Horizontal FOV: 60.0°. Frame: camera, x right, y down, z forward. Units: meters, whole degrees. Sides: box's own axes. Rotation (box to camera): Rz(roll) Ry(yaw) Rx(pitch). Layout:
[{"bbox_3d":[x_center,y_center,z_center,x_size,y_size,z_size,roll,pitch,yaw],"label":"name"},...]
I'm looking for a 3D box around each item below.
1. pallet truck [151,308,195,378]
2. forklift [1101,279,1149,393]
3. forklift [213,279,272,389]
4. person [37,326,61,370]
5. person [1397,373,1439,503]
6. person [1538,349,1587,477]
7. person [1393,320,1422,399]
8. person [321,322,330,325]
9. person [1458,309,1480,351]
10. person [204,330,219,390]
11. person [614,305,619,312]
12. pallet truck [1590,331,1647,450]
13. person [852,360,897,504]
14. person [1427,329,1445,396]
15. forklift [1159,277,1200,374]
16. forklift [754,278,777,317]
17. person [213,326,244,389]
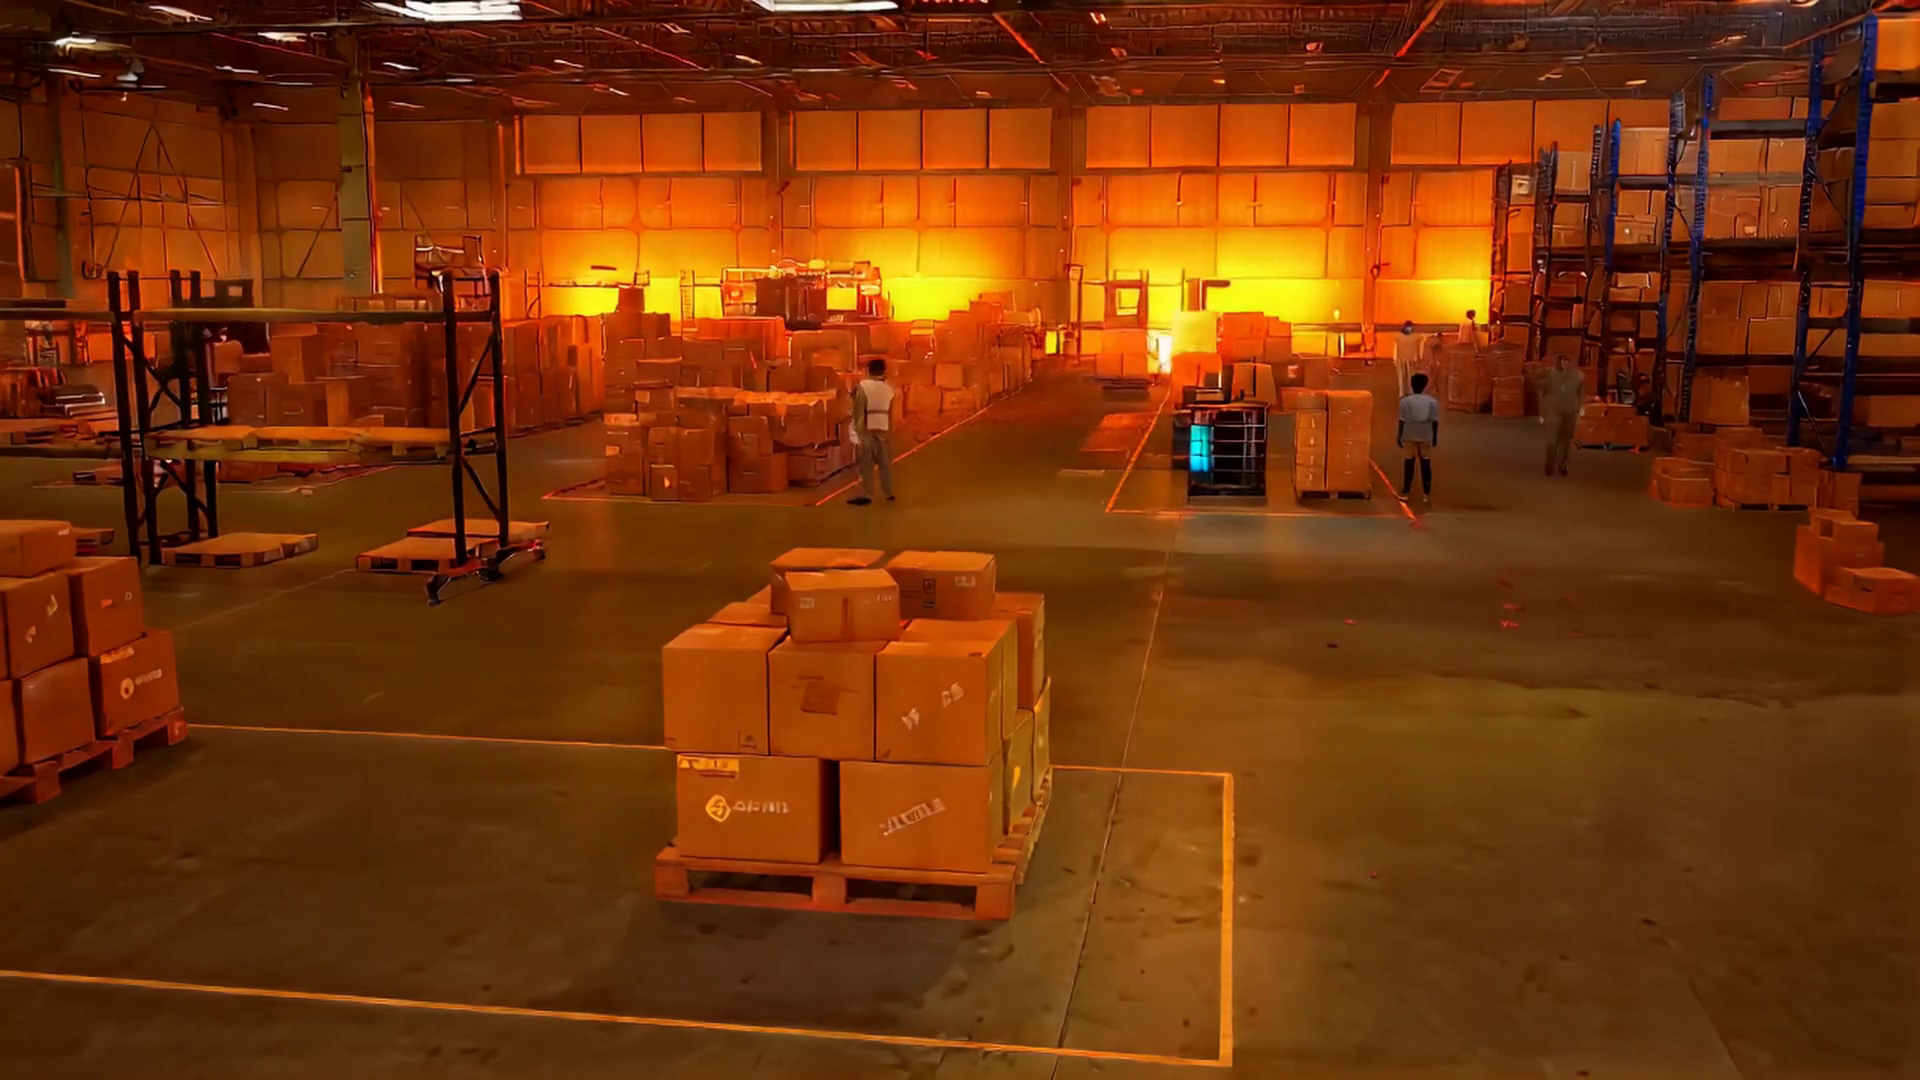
[{"bbox_3d":[-21.869,-5.598,47.154,0.823,1.965,1.885,4,10,26],"label":"pallet truck"},{"bbox_3d":[4.165,-5.133,41.574,1.129,2.768,1.873,1,9,9],"label":"forklift"},{"bbox_3d":[-16.726,-4.639,38.526,1.873,2.768,1.129,4,10,22],"label":"forklift"},{"bbox_3d":[-23.305,-4.671,42.569,0.538,1.623,0.382,-7,12,-38],"label":"person"},{"bbox_3d":[5.969,-1.326,21.722,0.540,1.700,0.316,0,9,-2],"label":"person"},{"bbox_3d":[8.879,-1.865,24.495,0.659,1.885,0.690,2,9,10],"label":"person"},{"bbox_3d":[10.205,-4.071,37.999,0.633,1.918,0.779,2,10,15],"label":"person"},{"bbox_3d":[-16.046,-4.761,42.171,0.629,1.940,0.376,1,9,5],"label":"person"},{"bbox_3d":[13.899,-5.310,45.383,0.616,1.993,0.395,9,13,44],"label":"person"},{"bbox_3d":[-16.373,-3.712,36.367,0.544,1.725,0.496,-3,10,-18],"label":"person"},{"bbox_3d":[-11.176,-6.711,54.303,0.576,1.896,0.915,0,9,0],"label":"person"},{"bbox_3d":[11.253,-2.573,28.499,0.823,1.965,1.885,5,10,27],"label":"pallet truck"},{"bbox_3d":[-1.124,-1.401,21.678,0.732,1.875,0.381,-8,12,-40],"label":"person"},{"bbox_3d":[11.526,-4.265,40.075,0.359,1.630,0.513,4,10,22],"label":"person"},{"bbox_3d":[6.784,-6.261,48.529,1.873,2.768,1.129,1,9,9],"label":"forklift"},{"bbox_3d":[-4.944,-5.287,42.519,1.873,2.768,1.129,1,9,9],"label":"forklift"},{"bbox_3d":[-14.772,-3.379,33.680,0.626,1.927,0.545,1,9,7],"label":"person"}]
